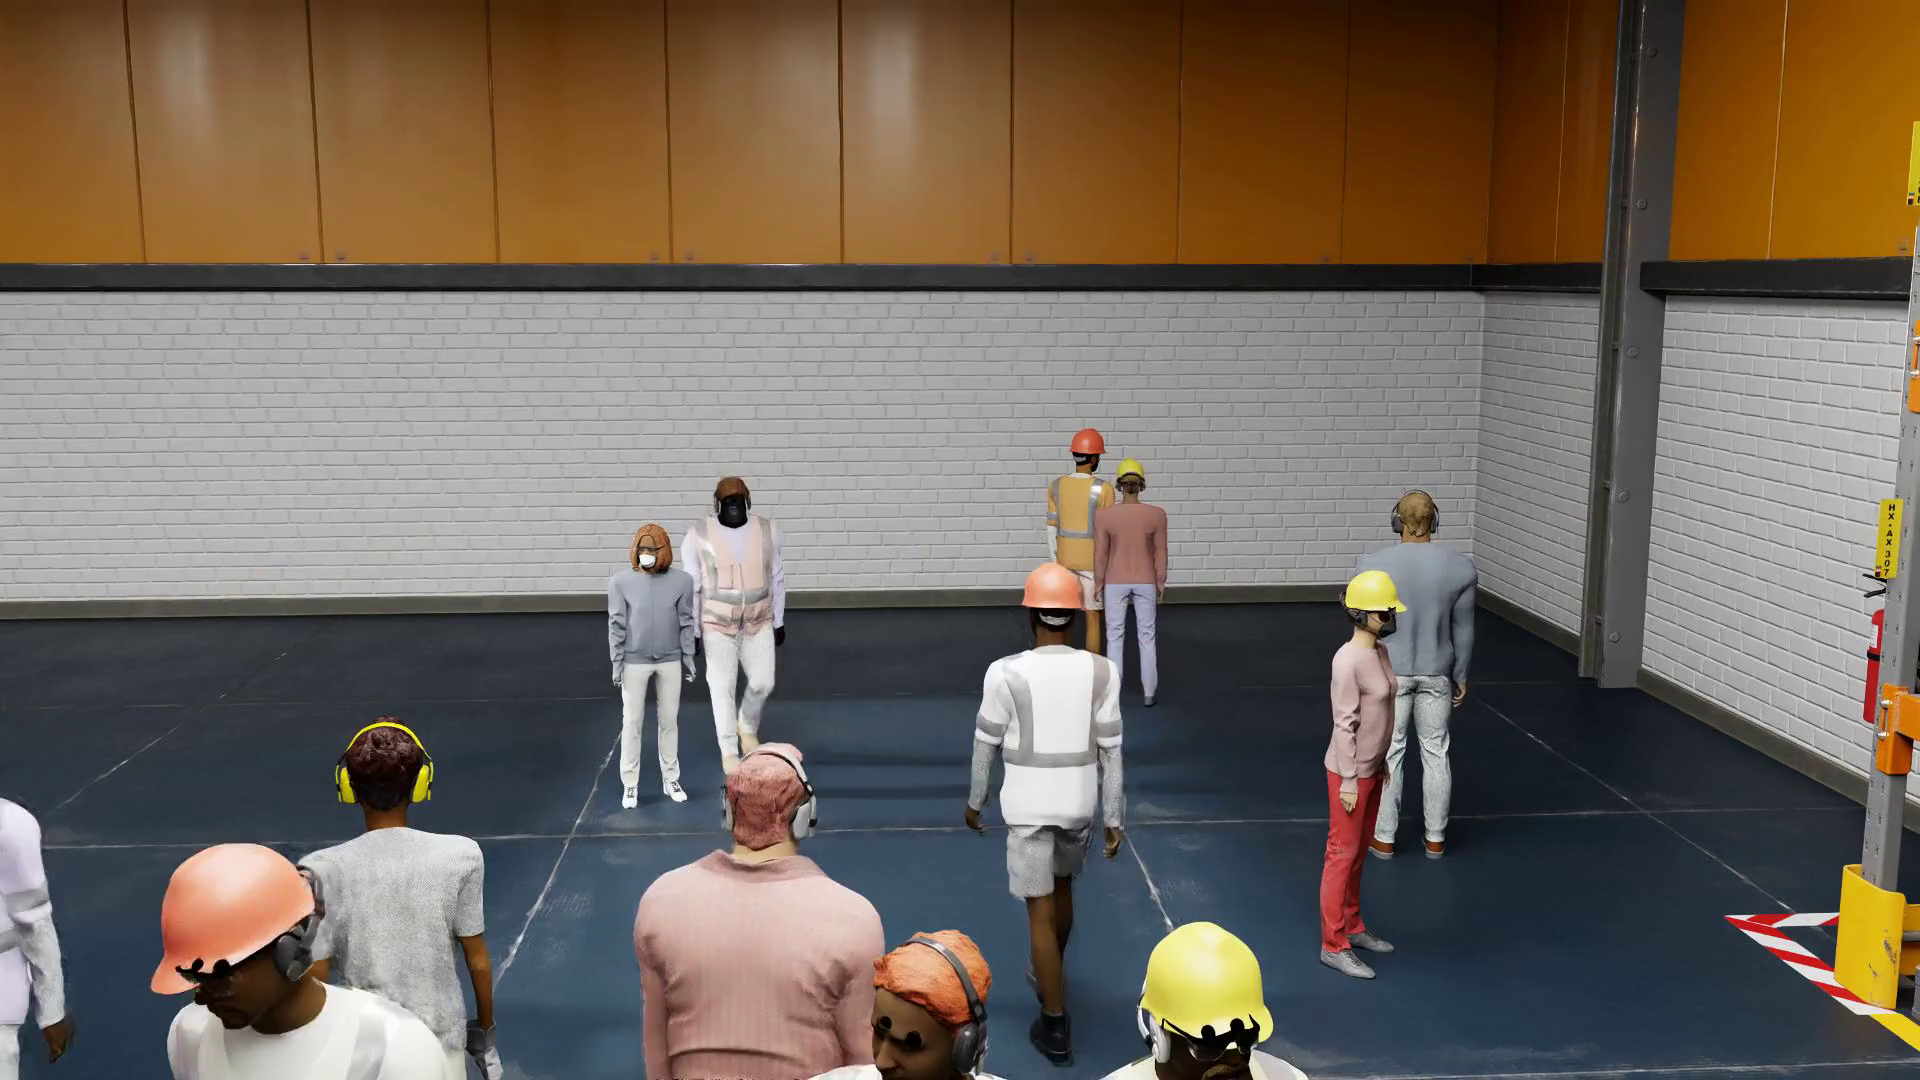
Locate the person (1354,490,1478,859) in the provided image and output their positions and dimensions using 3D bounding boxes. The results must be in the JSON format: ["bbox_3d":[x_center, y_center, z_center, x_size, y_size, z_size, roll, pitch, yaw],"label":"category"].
[{"bbox_3d":[2.339,0.704,8.630,0.629,1.936,0.373,0,9,2],"label":"person"}]

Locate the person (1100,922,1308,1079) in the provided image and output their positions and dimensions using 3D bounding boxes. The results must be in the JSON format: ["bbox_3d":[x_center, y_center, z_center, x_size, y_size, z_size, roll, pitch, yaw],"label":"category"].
[{"bbox_3d":[0.455,1.616,3.222,0.590,1.833,0.403,-5,10,-28],"label":"person"}]

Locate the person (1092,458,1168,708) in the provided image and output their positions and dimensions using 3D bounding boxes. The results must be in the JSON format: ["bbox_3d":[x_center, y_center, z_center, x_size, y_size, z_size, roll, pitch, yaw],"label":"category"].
[{"bbox_3d":[1.191,0.303,11.666,0.541,1.763,0.324,0,9,-1],"label":"person"}]

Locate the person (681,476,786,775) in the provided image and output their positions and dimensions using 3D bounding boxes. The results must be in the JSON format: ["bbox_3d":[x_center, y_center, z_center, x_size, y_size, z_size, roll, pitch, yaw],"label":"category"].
[{"bbox_3d":[-1.368,0.515,10.132,0.652,1.831,0.435,-3,10,-20],"label":"person"}]

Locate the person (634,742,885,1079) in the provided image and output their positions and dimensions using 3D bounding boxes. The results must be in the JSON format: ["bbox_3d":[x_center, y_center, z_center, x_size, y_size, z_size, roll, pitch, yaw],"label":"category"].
[{"bbox_3d":[-0.473,1.443,4.133,0.642,1.898,0.399,2,9,12],"label":"person"}]

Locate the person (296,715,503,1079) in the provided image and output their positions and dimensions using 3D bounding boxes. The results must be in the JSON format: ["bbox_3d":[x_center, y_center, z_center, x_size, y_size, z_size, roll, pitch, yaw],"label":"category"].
[{"bbox_3d":[-1.510,1.392,4.503,0.520,1.874,0.327,-3,10,-20],"label":"person"}]

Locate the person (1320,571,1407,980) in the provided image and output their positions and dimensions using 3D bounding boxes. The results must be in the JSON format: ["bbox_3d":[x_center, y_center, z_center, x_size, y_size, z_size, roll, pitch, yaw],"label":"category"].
[{"bbox_3d":[1.766,1.004,7.273,0.312,1.768,0.522,5,10,29],"label":"person"}]

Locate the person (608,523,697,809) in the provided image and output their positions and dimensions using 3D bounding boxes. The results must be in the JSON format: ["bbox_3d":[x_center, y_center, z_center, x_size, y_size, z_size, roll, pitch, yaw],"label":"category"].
[{"bbox_3d":[-1.755,0.711,9.528,0.501,1.632,0.286,-3,10,-21],"label":"person"}]

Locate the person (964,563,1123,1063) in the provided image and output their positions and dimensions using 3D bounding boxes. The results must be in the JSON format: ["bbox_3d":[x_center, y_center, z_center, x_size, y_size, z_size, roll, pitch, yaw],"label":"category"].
[{"bbox_3d":[0.317,1.031,6.661,0.562,1.895,0.891,-3,9,-16],"label":"person"}]

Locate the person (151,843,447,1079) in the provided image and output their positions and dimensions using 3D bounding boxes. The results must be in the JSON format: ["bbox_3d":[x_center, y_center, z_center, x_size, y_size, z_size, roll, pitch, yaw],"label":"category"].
[{"bbox_3d":[-1.277,1.535,3.337,0.624,1.974,1.055,1,9,8],"label":"person"}]

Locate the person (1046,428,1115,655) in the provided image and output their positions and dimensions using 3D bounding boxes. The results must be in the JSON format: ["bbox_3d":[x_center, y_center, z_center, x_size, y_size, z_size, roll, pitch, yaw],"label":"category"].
[{"bbox_3d":[0.901,0.160,12.039,0.551,1.935,0.372,6,11,33],"label":"person"}]

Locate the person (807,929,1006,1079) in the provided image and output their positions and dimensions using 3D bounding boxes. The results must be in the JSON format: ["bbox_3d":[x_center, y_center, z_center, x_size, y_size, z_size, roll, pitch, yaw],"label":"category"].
[{"bbox_3d":[-0.054,1.614,3.075,0.576,1.883,0.362,2,9,11],"label":"person"}]

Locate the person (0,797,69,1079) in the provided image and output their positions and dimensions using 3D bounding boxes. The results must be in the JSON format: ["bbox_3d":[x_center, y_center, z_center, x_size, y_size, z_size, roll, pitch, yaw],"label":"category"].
[{"bbox_3d":[-2.905,1.352,4.702,0.574,1.884,0.971,0,9,2],"label":"person"}]
